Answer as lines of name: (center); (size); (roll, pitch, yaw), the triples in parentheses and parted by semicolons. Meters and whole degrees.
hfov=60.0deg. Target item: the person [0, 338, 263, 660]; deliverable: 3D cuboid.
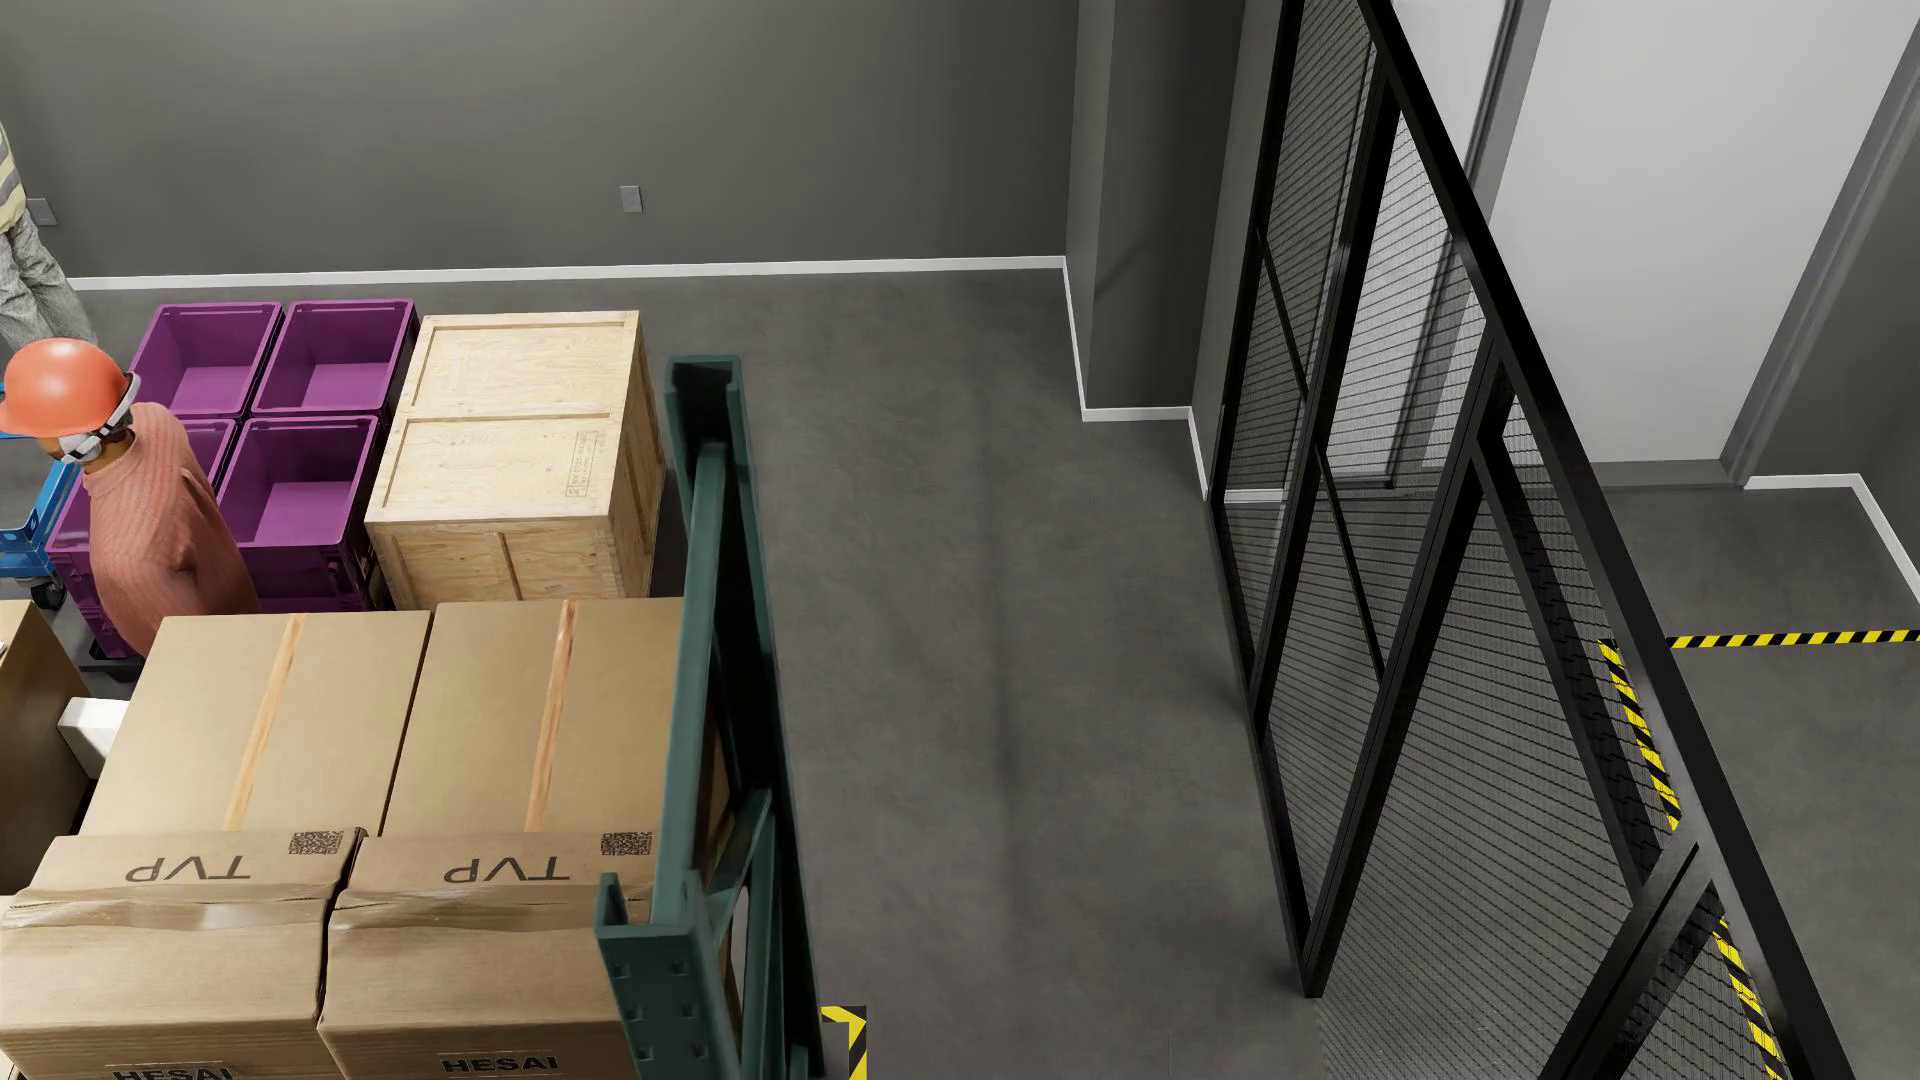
person: (-2.051, 0.255, 4.474); (0.384, 1.993, 0.623); (-12, 48, -12)

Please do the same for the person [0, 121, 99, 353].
person: (-3.557, -1.188, 5.963); (0.404, 1.829, 0.600); (1, 46, 1)
